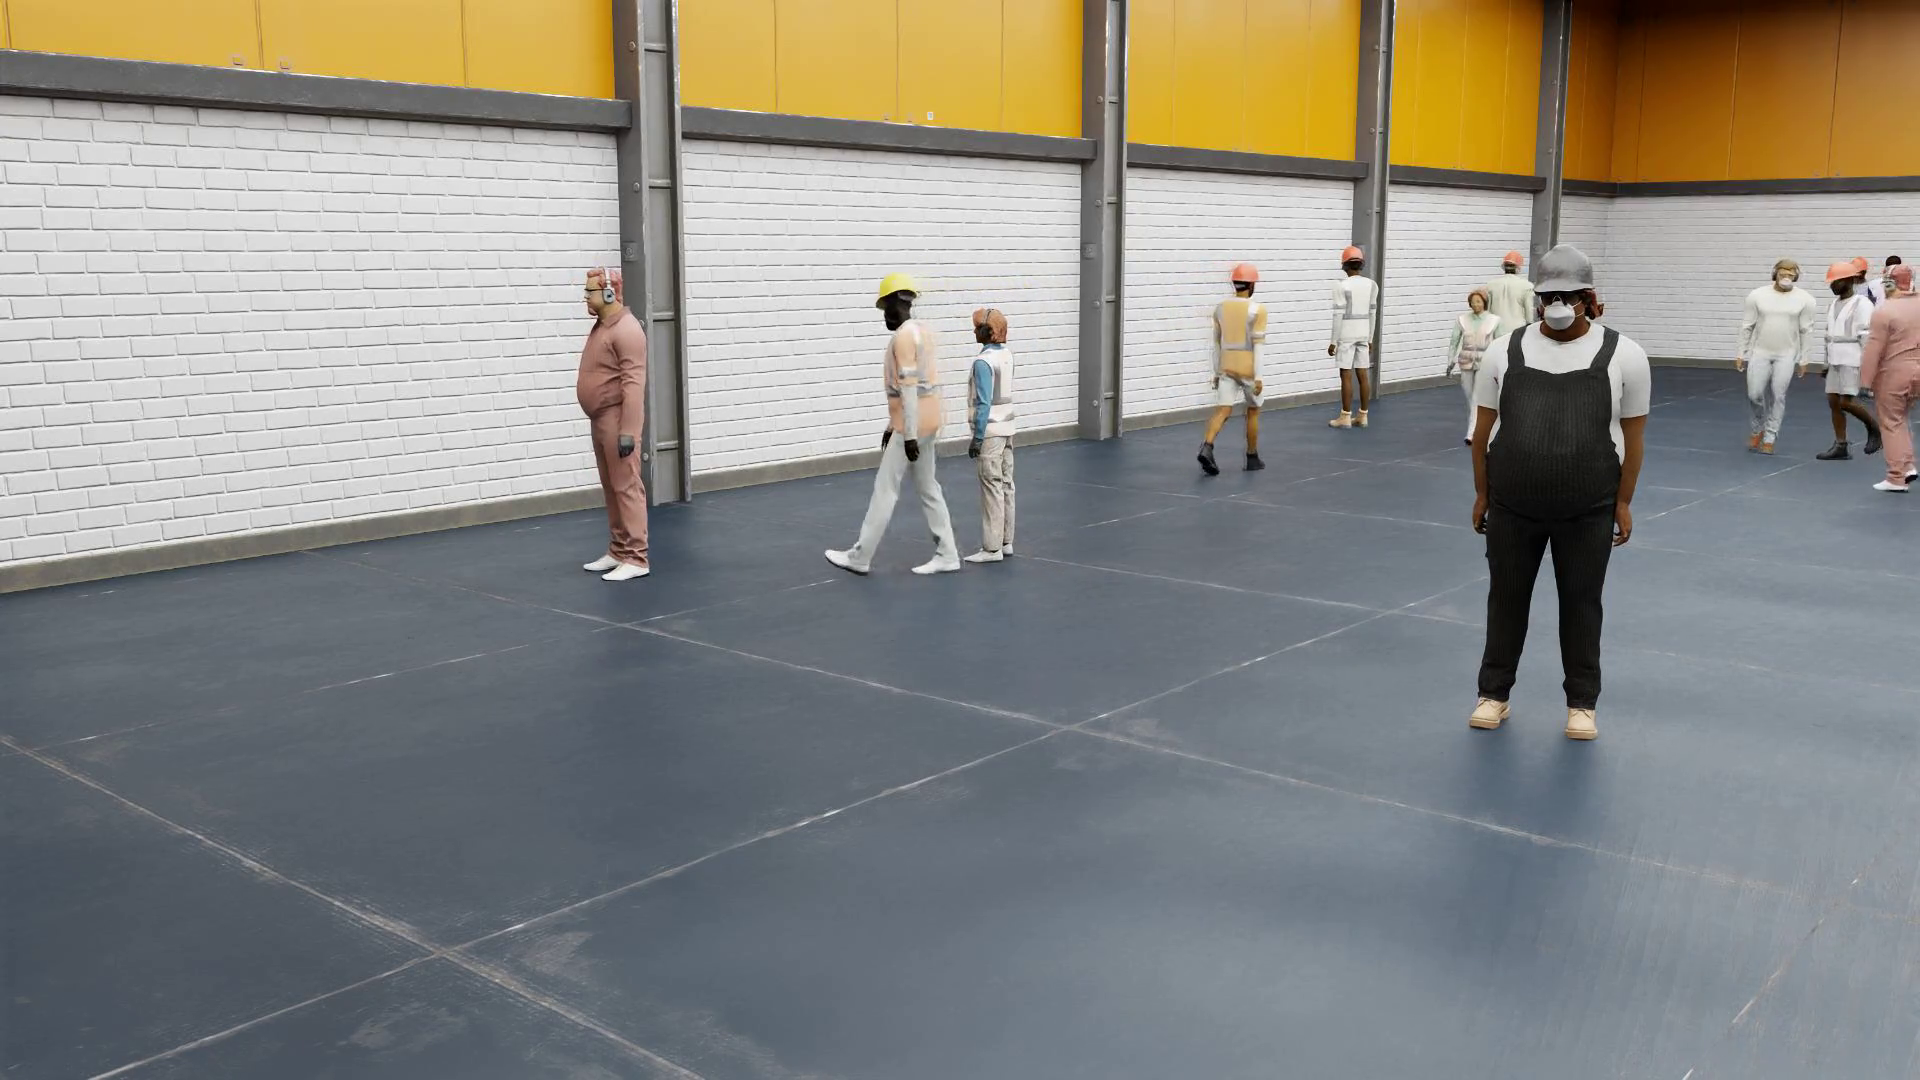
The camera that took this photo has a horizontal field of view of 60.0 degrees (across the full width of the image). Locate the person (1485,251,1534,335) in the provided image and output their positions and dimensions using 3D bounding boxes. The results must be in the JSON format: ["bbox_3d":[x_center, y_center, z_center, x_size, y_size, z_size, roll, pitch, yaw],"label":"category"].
[{"bbox_3d":[6.948,-2.665,21.203,0.671,1.973,0.405,5,11,27],"label":"person"}]

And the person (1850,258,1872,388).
[{"bbox_3d":[12.834,-3.076,23.771,1.052,1.872,0.568,-6,12,-33],"label":"person"}]

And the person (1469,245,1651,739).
[{"bbox_3d":[2.449,-0.193,6.881,0.686,2.000,0.538,5,11,25],"label":"person"}]

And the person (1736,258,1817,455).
[{"bbox_3d":[7.970,-1.785,16.276,0.663,1.920,0.434,5,11,28],"label":"person"}]

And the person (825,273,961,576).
[{"bbox_3d":[-0.397,-0.705,10.310,0.857,1.863,0.614,2,10,10],"label":"person"}]

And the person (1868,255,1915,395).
[{"bbox_3d":[12.724,-2.929,22.804,0.587,1.920,0.392,3,10,16],"label":"person"}]

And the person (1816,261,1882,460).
[{"bbox_3d":[8.518,-1.707,15.897,0.616,1.903,0.562,-1,10,-8],"label":"person"}]

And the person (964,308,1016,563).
[{"bbox_3d":[0.203,-0.670,10.734,0.310,1.642,0.514,4,11,21],"label":"person"}]

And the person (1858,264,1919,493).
[{"bbox_3d":[7.757,-1.334,13.815,0.662,1.883,0.484,-3,10,-18],"label":"person"}]

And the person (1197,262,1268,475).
[{"bbox_3d":[2.466,-1.531,14.895,0.551,1.911,0.899,8,13,39],"label":"person"}]

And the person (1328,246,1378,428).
[{"bbox_3d":[4.400,-2.277,18.746,0.610,2.040,0.394,-5,11,-26],"label":"person"}]

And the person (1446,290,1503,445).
[{"bbox_3d":[5.335,-1.790,17.244,0.542,1.589,0.878,6,12,30],"label":"person"}]

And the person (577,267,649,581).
[{"bbox_3d":[-2.139,-0.707,10.190,0.403,1.906,0.652,-5,11,-27],"label":"person"}]
